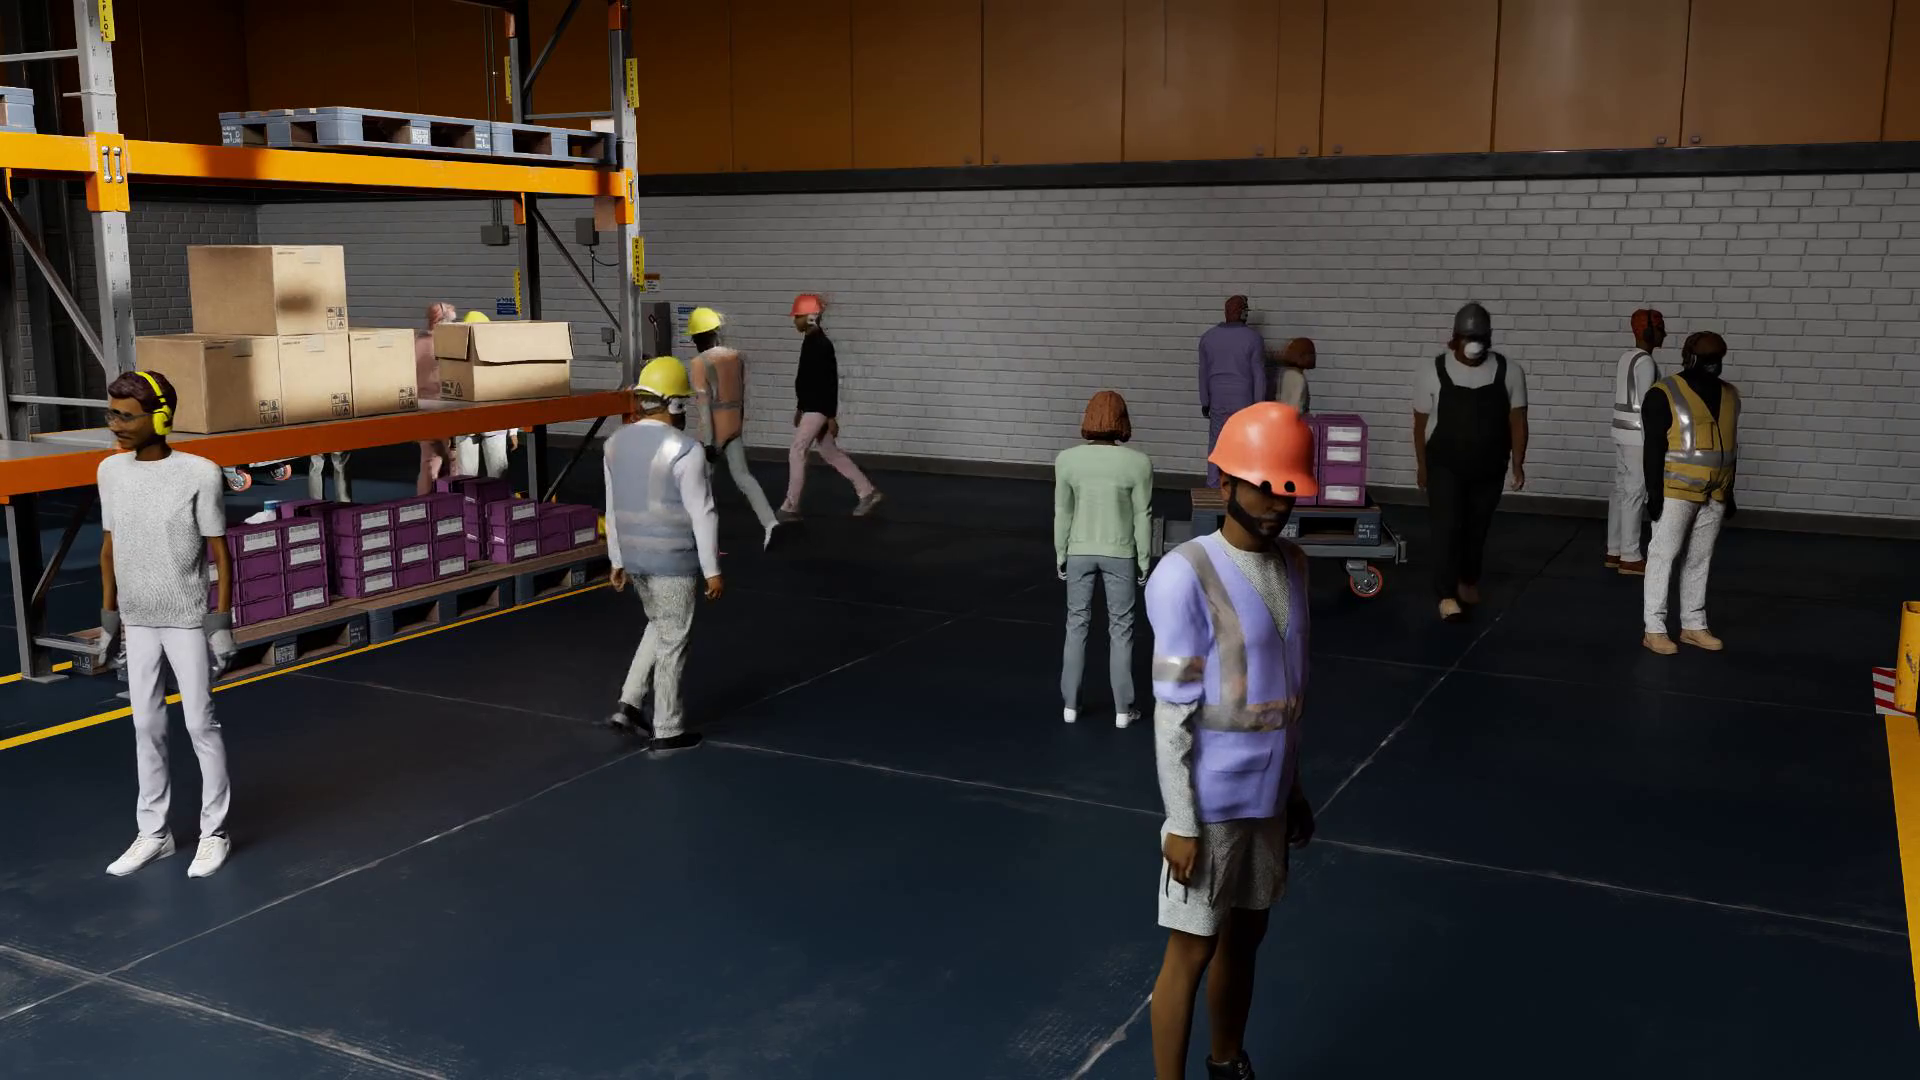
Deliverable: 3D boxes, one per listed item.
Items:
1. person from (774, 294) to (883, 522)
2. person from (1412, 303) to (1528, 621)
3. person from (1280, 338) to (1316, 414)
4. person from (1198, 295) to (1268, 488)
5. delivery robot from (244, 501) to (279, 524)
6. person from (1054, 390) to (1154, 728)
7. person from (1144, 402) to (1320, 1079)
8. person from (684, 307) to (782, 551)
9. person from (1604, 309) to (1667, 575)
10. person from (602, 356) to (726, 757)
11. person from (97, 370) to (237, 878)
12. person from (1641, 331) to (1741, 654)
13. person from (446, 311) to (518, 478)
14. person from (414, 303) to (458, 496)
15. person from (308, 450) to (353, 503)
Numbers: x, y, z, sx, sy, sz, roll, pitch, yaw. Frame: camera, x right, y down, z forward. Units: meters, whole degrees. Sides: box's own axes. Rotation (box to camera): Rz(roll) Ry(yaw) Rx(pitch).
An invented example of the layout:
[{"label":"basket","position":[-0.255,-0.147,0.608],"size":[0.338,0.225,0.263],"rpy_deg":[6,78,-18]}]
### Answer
[{"label":"person","position":[-1.156,-1.131,14.208],"size":[1.008,1.950,0.597],"rpy_deg":[-2,10,-10]},{"label":"person","position":[3.219,-0.544,10.523],"size":[0.688,2.000,1.056],"rpy_deg":[1,10,6]},{"label":"person","position":[2.659,-0.786,13.141],"size":[0.455,1.613,0.523],"rpy_deg":[0,10,-1]},{"label":"person","position":[2.472,-1.246,14.976],"size":[0.655,1.906,0.407],"rpy_deg":[7,12,36]},{"label":"delivery robot","position":[-4.778,-0.031,11.581],"size":[0.477,0.478,0.707],"rpy_deg":[8,12,39]},{"label":"person","position":[0.691,0.092,8.053],"size":[0.497,1.626,0.287],"rpy_deg":[4,10,20]},{"label":"person","position":[0.696,0.622,4.095],"size":[0.542,1.930,0.375],"rpy_deg":[-9,13,-43]},{"label":"person","position":[-1.779,-0.843,12.756],"size":[0.940,1.879,0.593],"rpy_deg":[6,12,32]},{"label":"person","position":[4.839,-0.697,11.868],"size":[0.354,1.883,0.573],"rpy_deg":[1,10,4]},{"label":"person","position":[-1.334,0.084,7.535],"size":[0.605,1.819,0.416],"rpy_deg":[9,13,41]},{"label":"person","position":[-2.904,0.313,6.079],"size":[0.520,1.864,0.333],"rpy_deg":[1,10,7]},{"label":"person","position":[4.193,-0.270,9.520],"size":[0.627,1.843,0.429],"rpy_deg":[-3,10,-18]},{"label":"person","position":[-3.757,-0.875,13.053],"size":[0.591,1.829,0.404],"rpy_deg":[-1,10,-4]},{"label":"person","position":[-4.270,-1.000,13.674],"size":[0.718,1.874,0.661],"rpy_deg":[6,11,29]},{"label":"person","position":[-5.166,-1.024,13.620],"size":[0.587,1.930,0.355],"rpy_deg":[3,10,15]}]
